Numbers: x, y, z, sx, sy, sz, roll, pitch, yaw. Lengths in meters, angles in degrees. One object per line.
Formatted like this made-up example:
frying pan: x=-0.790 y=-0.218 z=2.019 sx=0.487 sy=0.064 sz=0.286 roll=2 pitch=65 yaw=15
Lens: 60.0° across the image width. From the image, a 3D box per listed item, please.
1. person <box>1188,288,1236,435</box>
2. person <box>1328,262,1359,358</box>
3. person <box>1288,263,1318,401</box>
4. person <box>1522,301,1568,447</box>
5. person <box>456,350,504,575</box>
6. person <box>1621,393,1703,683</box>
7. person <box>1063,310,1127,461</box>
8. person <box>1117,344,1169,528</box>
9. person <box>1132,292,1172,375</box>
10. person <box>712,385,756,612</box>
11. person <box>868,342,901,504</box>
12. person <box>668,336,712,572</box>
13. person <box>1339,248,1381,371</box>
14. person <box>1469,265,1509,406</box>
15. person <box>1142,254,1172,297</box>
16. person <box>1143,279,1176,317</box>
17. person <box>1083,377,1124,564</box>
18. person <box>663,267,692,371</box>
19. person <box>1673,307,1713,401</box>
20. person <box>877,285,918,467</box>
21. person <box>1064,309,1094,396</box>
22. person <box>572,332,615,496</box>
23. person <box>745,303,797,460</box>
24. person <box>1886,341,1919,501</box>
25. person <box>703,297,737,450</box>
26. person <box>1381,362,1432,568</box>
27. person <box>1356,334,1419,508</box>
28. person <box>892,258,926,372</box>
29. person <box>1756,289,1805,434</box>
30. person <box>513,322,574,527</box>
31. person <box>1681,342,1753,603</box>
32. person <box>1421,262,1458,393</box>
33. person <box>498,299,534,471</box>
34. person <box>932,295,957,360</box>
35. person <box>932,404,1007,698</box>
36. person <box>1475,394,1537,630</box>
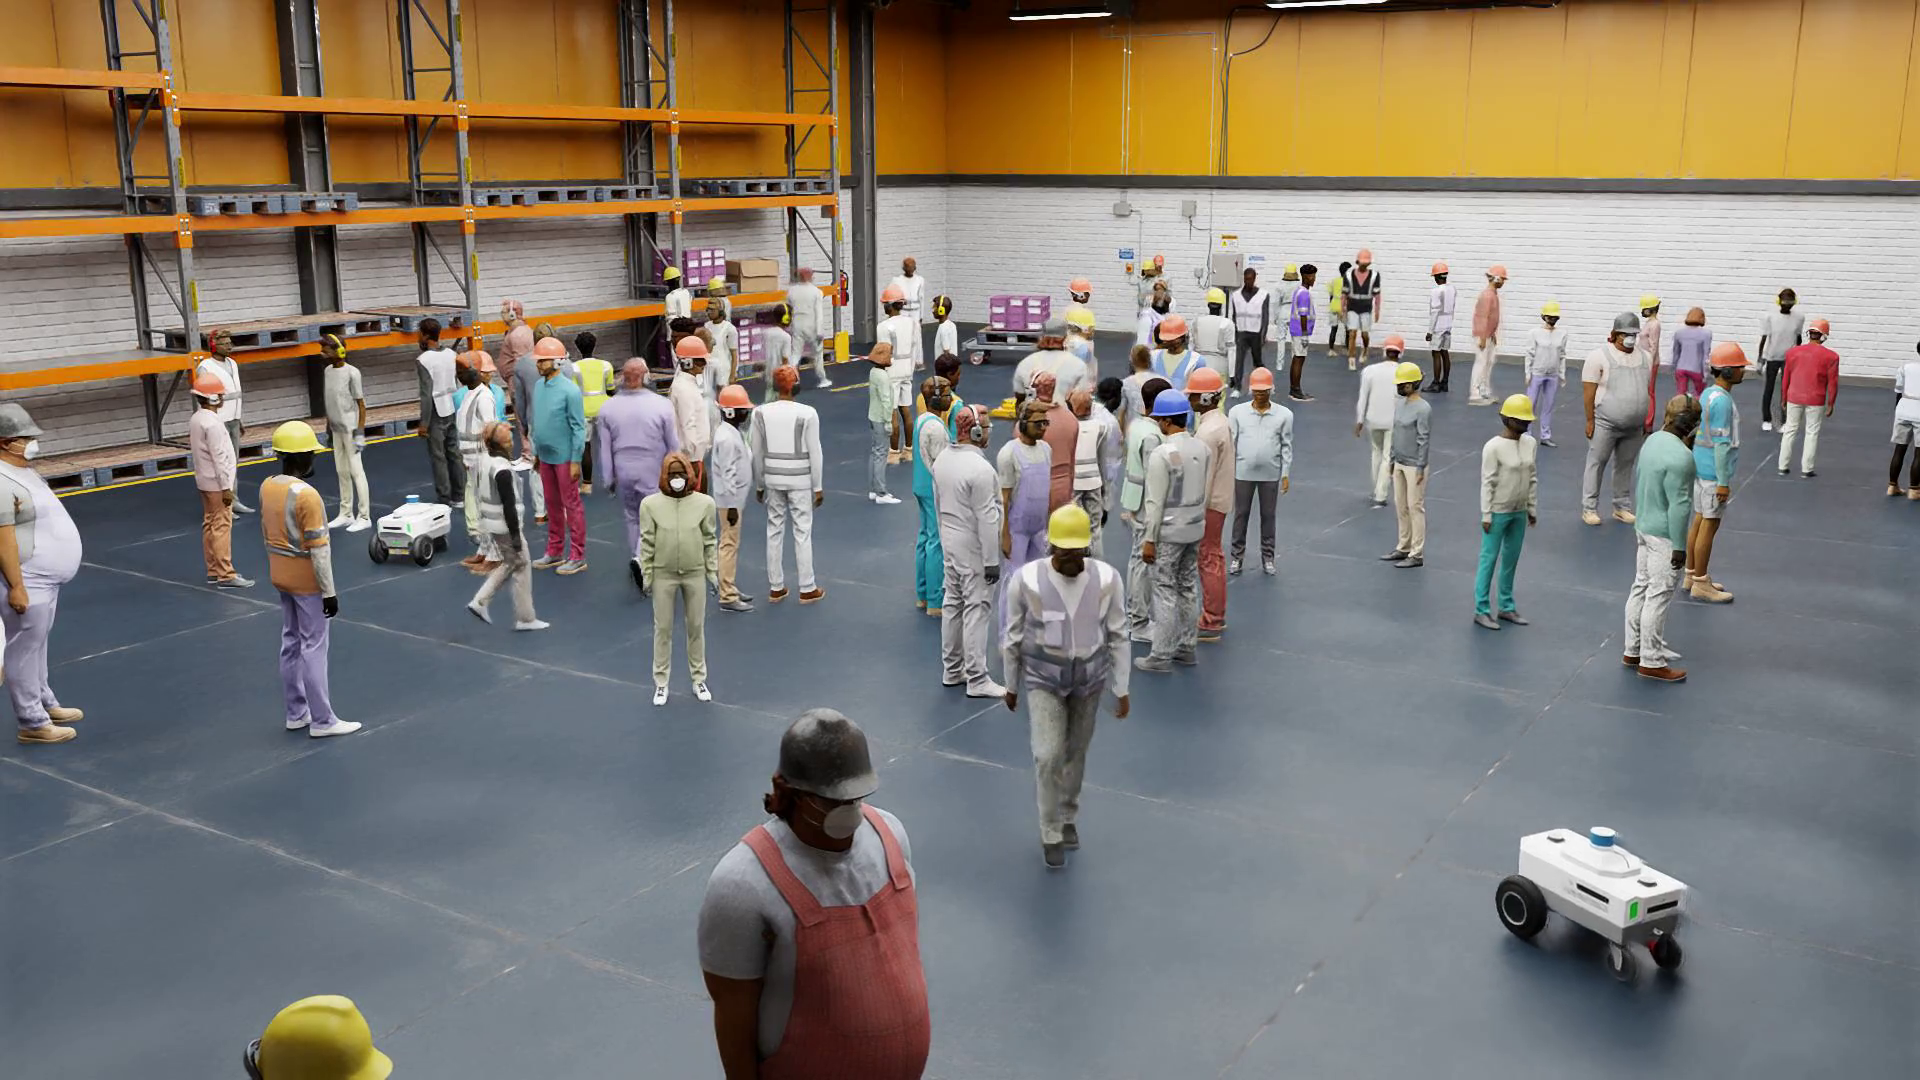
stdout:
person: x=3.020 y=-2.040 z=19.912 sx=0.619 sy=1.922 sz=0.390 roll=8 pitch=15 yaw=31
person: x=6.726 y=-4.023 z=29.056 sx=0.693 sy=1.661 sz=0.563 roll=-12 pitch=18 yaw=-42
person: x=4.931 y=-2.990 z=23.946 sx=0.374 sy=1.962 sz=0.608 roll=1 pitch=13 yaw=5
person: x=7.047 y=-1.987 z=20.023 sx=0.522 sy=1.769 sz=0.317 roll=-2 pitch=13 yaw=-8
person: x=-4.043 y=-0.656 z=13.989 sx=0.353 sy=1.887 sz=0.572 roll=-6 pitch=14 yaw=-26
person: x=4.708 y=-0.022 z=11.138 sx=0.352 sy=1.931 sz=0.635 roll=0 pitch=13 yaw=2
person: x=1.384 y=-1.676 z=18.638 sx=0.932 sy=1.785 sz=0.601 roll=-3 pitch=13 yaw=-13
person: x=1.708 y=-0.905 z=15.317 sx=0.520 sy=1.794 sz=0.988 roll=-4 pitch=14 yaw=-19
person: x=2.518 y=-2.235 z=21.064 sx=0.879 sy=1.784 sz=0.697 roll=6 pitch=14 yaw=25
person: x=-1.738 y=-0.330 z=12.867 sx=0.342 sy=1.751 sz=0.564 roll=-1 pitch=13 yaw=-5
person: x=-0.785 y=-1.189 z=16.856 sx=0.279 sy=1.633 sz=0.498 roll=-4 pitch=14 yaw=-16
person: x=-2.266 y=-0.728 z=14.065 sx=0.396 sy=1.992 sz=0.623 roll=-3 pitch=13 yaw=-13
person: x=6.568 y=-3.795 z=27.318 sx=0.642 sy=2.018 sz=0.664 roll=3 pitch=13 yaw=14
person: x=7.462 y=-2.889 z=23.516 sx=0.466 sy=1.974 sz=0.679 roll=6 pitch=14 yaw=23
person: x=3.549 y=-4.267 z=29.972 sx=0.557 sy=1.743 sz=0.346 roll=0 pitch=13 yaw=0
person: x=3.028 y=-3.156 z=25.373 sx=0.513 sy=1.640 sz=0.311 roll=3 pitch=13 yaw=14
person: x=1.173 y=-0.523 z=13.888 sx=0.403 sy=1.662 sz=0.640 roll=0 pitch=13 yaw=-1
person: x=-4.062 y=-2.954 z=23.885 sx=0.374 sy=1.919 sz=0.585 roll=4 pitch=14 yaw=19
person: x=9.215 y=-2.117 z=20.899 sx=0.556 sy=1.611 sz=0.521 roll=-11 pitch=17 yaw=-39
person: x=-0.747 y=-1.852 z=18.836 sx=0.374 sy=2.044 sz=0.605 roll=10 pitch=16 yaw=37
person: x=1.322 y=-1.789 z=19.188 sx=0.518 sy=1.756 sz=0.345 roll=-7 pitch=15 yaw=-26
person: x=-3.821 y=-1.303 z=17.219 sx=0.537 sy=1.691 sz=0.320 roll=-9 pitch=16 yaw=-33
person: x=-2.149 y=-1.829 z=19.250 sx=0.506 sy=1.827 sz=0.951 roll=12 pitch=17 yaw=41
person: x=9.761 y=-1.237 z=16.951 sx=0.319 sy=1.687 sz=0.539 roll=-6 pitch=14 yaw=-26
person: x=-2.865 y=-1.960 z=19.734 sx=0.507 sy=1.847 sz=0.343 roll=8 pitch=15 yaw=31
person: x=3.822 y=-0.645 z=14.232 sx=0.344 sy=1.756 sz=0.532 roll=-4 pitch=13 yaw=-15
person: x=4.344 y=-1.215 z=16.750 sx=0.597 sy=1.721 sz=0.790 roll=8 pitch=15 yaw=31
person: x=-0.824 y=-3.635 z=26.985 sx=0.598 sy=1.840 sz=0.956 roll=-4 pitch=13 yaw=-16
person: x=10.368 y=-2.242 z=20.985 sx=0.574 sy=1.828 sz=0.895 roll=3 pitch=13 yaw=13
person: x=-3.896 y=-1.084 z=15.731 sx=0.629 sy=1.940 sz=0.379 roll=4 pitch=14 yaw=18
person: x=5.972 y=-0.537 z=13.120 sx=0.366 sy=2.048 sz=0.607 roll=3 pitch=13 yaw=12
person: x=7.109 y=-3.147 z=24.708 sx=0.542 sy=1.927 sz=0.374 roll=-11 pitch=17 yaw=-39
person: x=-4.945 y=-1.729 z=18.600 sx=0.400 sy=1.910 sz=0.643 roll=-2 pitch=13 yaw=-7
person: x=-0.187 y=-1.938 z=19.586 sx=0.333 sy=1.872 sz=0.515 roll=2 pitch=13 yaw=8
person: x=0.086 y=0.069 z=10.801 sx=0.408 sy=1.909 sz=0.638 roll=-7 pitch=15 yaw=-29
person: x=4.069 y=-0.209 z=12.335 sx=0.517 sy=1.761 sz=0.334 roll=-7 pitch=15 yaw=-29
